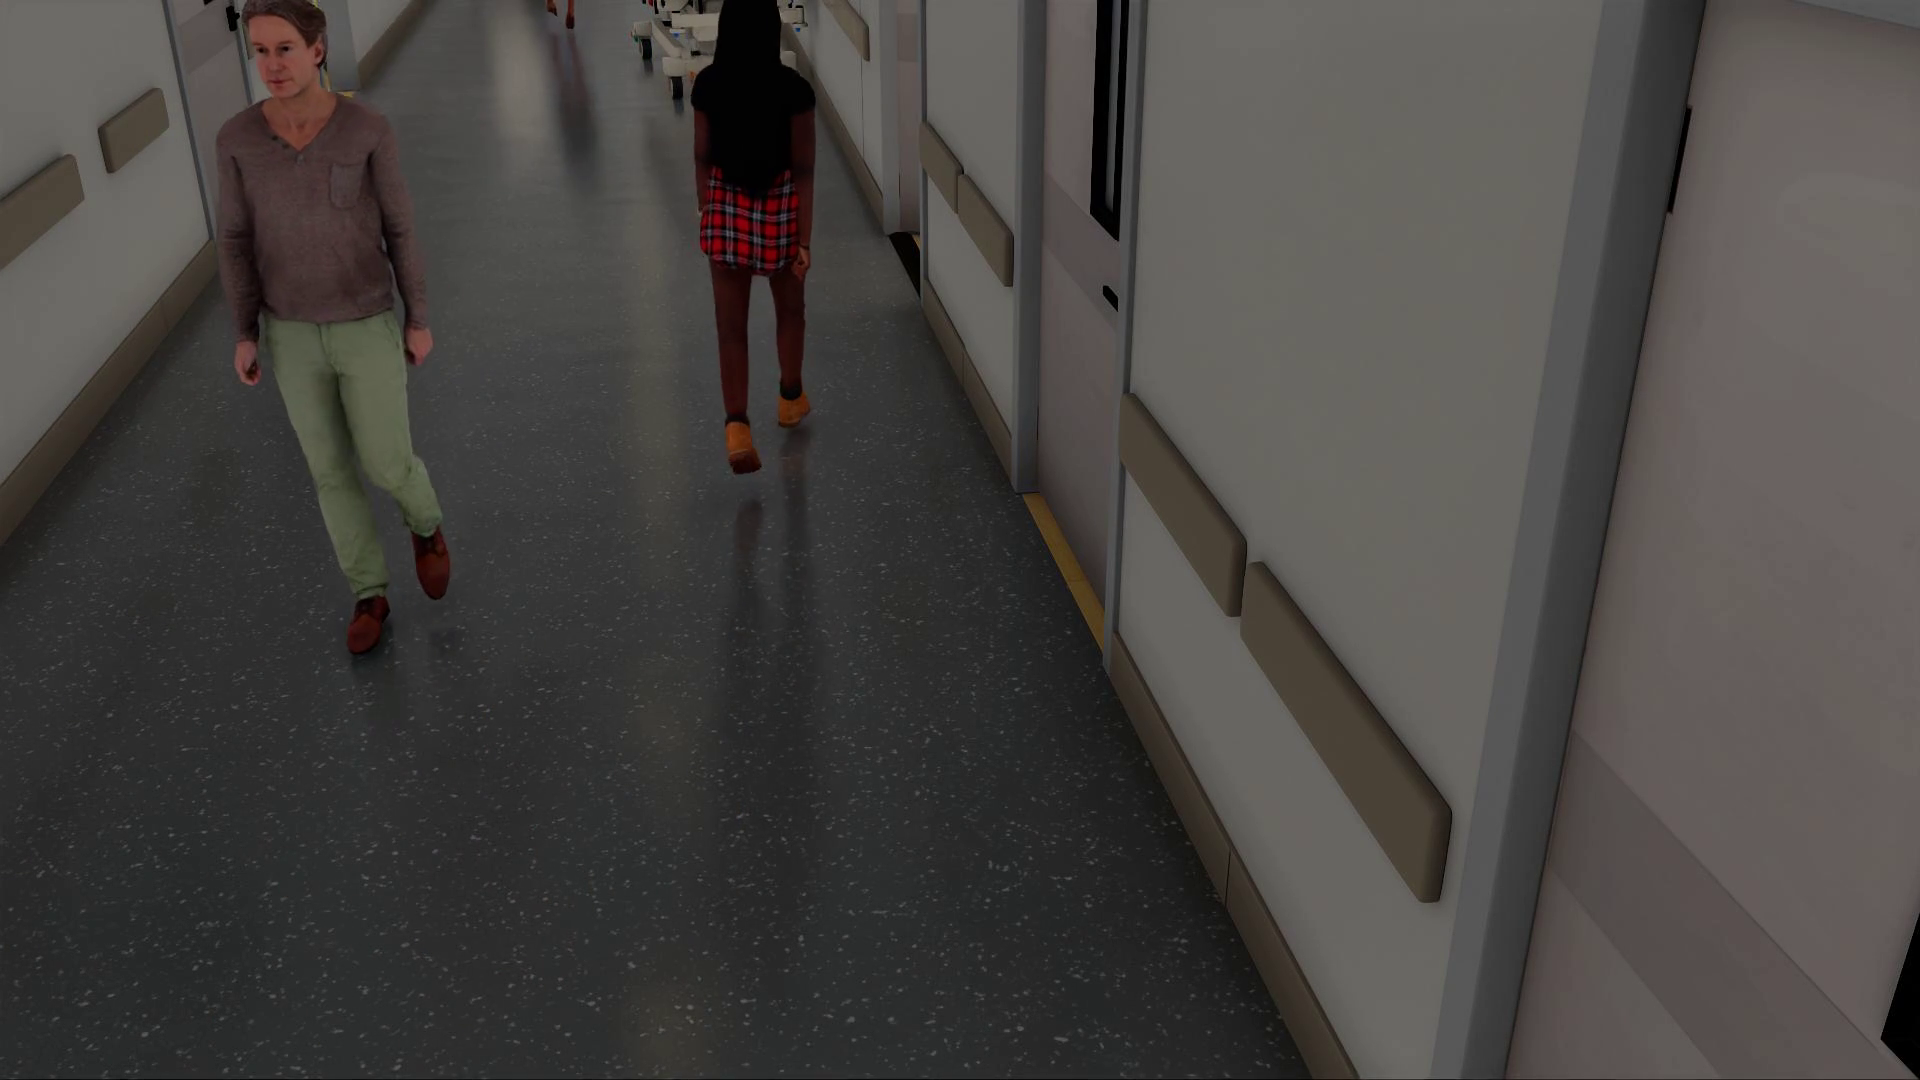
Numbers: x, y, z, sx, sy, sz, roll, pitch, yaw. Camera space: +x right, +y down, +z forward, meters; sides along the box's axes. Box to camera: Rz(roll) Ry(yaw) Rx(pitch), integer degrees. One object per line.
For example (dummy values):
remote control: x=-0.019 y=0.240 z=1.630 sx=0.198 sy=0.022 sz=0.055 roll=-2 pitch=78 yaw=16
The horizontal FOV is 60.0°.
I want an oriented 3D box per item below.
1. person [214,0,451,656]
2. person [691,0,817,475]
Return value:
person: x=-1.779 y=-0.611 z=4.781 sx=0.702 sy=1.859 sz=0.756 roll=-3 pitch=26 yaw=-5
person: x=-0.734 y=-1.047 z=5.885 sx=1.160 sy=1.687 sz=0.814 roll=0 pitch=26 yaw=-1
